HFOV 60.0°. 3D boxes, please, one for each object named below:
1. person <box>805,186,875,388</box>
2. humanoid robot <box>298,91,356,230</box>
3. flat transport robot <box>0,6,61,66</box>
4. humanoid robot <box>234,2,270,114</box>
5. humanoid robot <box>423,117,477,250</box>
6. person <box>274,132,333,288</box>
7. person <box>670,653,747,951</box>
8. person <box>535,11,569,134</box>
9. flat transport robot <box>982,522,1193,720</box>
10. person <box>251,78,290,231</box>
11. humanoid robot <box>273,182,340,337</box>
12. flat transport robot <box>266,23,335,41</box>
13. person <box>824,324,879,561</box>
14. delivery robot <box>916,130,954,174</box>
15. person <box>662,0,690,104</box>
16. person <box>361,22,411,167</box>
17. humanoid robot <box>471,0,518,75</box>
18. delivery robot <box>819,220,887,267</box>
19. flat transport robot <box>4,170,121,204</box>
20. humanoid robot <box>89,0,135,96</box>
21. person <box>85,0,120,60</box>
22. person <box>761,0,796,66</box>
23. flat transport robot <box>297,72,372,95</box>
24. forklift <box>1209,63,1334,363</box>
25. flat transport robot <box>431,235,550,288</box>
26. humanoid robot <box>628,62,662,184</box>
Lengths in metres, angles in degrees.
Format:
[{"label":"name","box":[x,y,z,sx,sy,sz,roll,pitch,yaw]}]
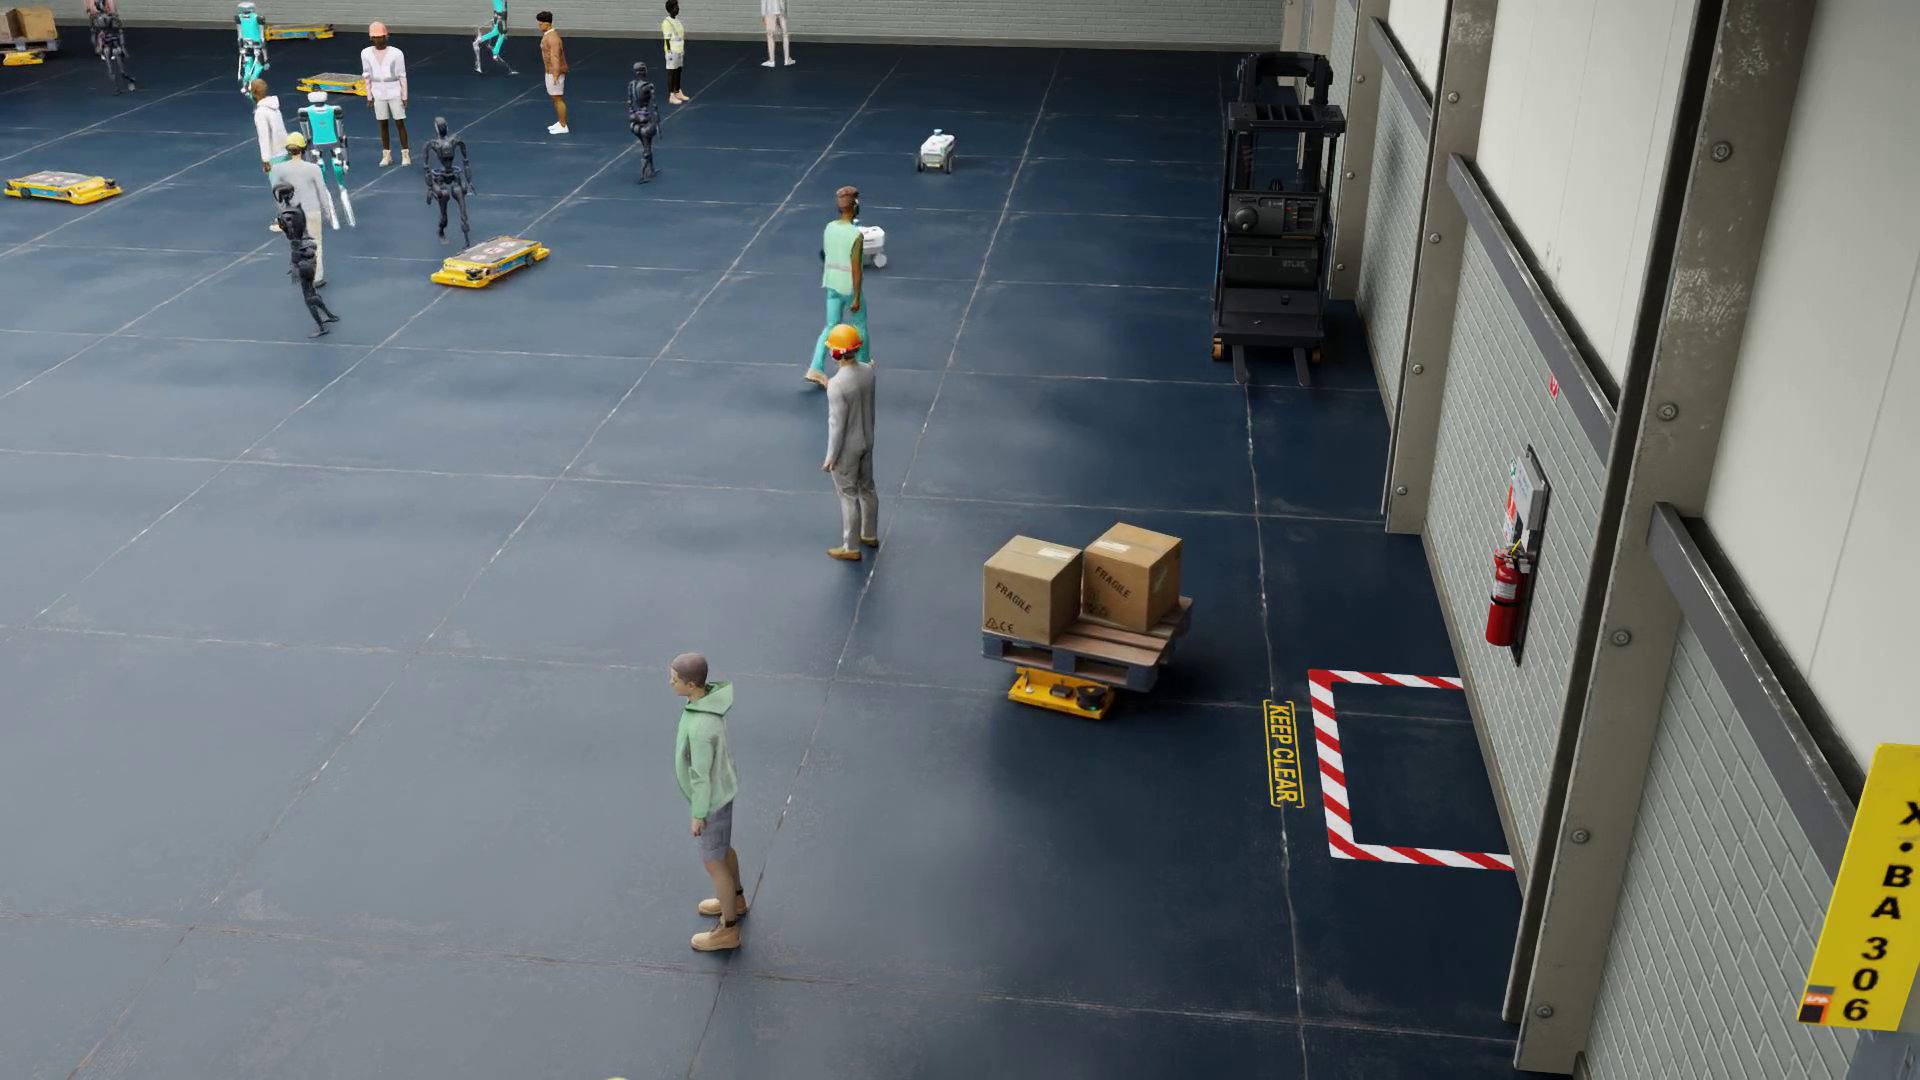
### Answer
[{"label":"person","box":[-1.162,-2.448,16.171,0.481,1.942,0.891,18,32,31]},{"label":"humanoid robot","box":[-8.037,-4.806,21.141,0.534,1.839,0.654,-11,29,-21]},{"label":"flat transport robot","box":[-17.732,-9.242,31.589,0.659,0.231,1.431,-10,28,-20]},{"label":"humanoid robot","box":[-11.550,-7.760,26.986,0.542,1.786,0.724,7,27,13]},{"label":"humanoid robot","box":[-6.259,-4.371,20.338,0.613,1.637,0.706,-17,31,-30]},{"label":"person","box":[-7.483,-3.799,19.069,0.543,1.745,0.608,-2,27,-4]},{"label":"person","box":[-1.320,1.363,8.790,0.316,1.733,0.476,-2,27,-5]},{"label":"person","box":[-6.325,-7.315,25.983,0.410,1.843,0.800,-10,28,-19]},{"label":"flat transport robot","box":[0.904,0.772,11.598,0.659,0.231,1.431,11,29,21]},{"label":"person","box":[-8.663,-4.873,21.050,0.385,1.901,0.558,1,27,1]},{"label":"humanoid robot","box":[-6.878,-2.969,17.502,0.409,1.647,0.601,-6,27,-11]},{"label":"flat transport robot","box":[-13.437,-10.272,33.645,1.431,0.231,0.659,-7,27,-13]},{"label":"person","box":[-0.853,-0.755,12.835,0.378,1.893,0.582,16,31,28]},{"label":"delivery robot","box":[-0.328,-5.601,24.017,0.499,0.610,0.788,6,27,12]},{"label":"person","box":[-4.783,-8.208,27.927,0.315,1.696,0.539,8,28,15]},{"label":"person","box":[-8.254,-6.412,23.957,0.606,2.048,0.366,-2,27,-4]},{"label":"humanoid robot","box":[-8.503,-9.174,29.895,1.034,1.776,0.531,-15,30,-28]},{"label":"delivery robot","box":[-1.282,-3.503,19.831,0.812,0.611,0.499,-10,28,-20]},{"label":"flat transport robot","box":[-12.301,-4.829,22.779,1.431,0.231,0.659,10,28,19]},{"label":"humanoid robot","box":[-14.551,-8.493,28.529,0.608,1.629,0.487,1,27,2]},{"label":"person","box":[-16.148,-10.011,31.348,0.702,1.865,0.479,16,31,28]},{"label":"person","box":[-3.362,-9.716,30.778,0.667,1.850,0.384,-9,28,-18]},{"label":"flat transport robot","box":[-10.768,-7.947,29.004,1.431,0.231,0.659,8,28,16]},{"label":"forklift","box":[3.241,-3.477,17.183,1.129,2.768,1.873,3,27,6]},{"label":"flat transport robot","box":[-5.565,-3.312,19.750,0.659,0.231,1.431,10,28,20]},{"label":"humanoid robot","box":[-4.387,-5.856,23.275,0.595,1.634,0.648,19,32,32]}]
